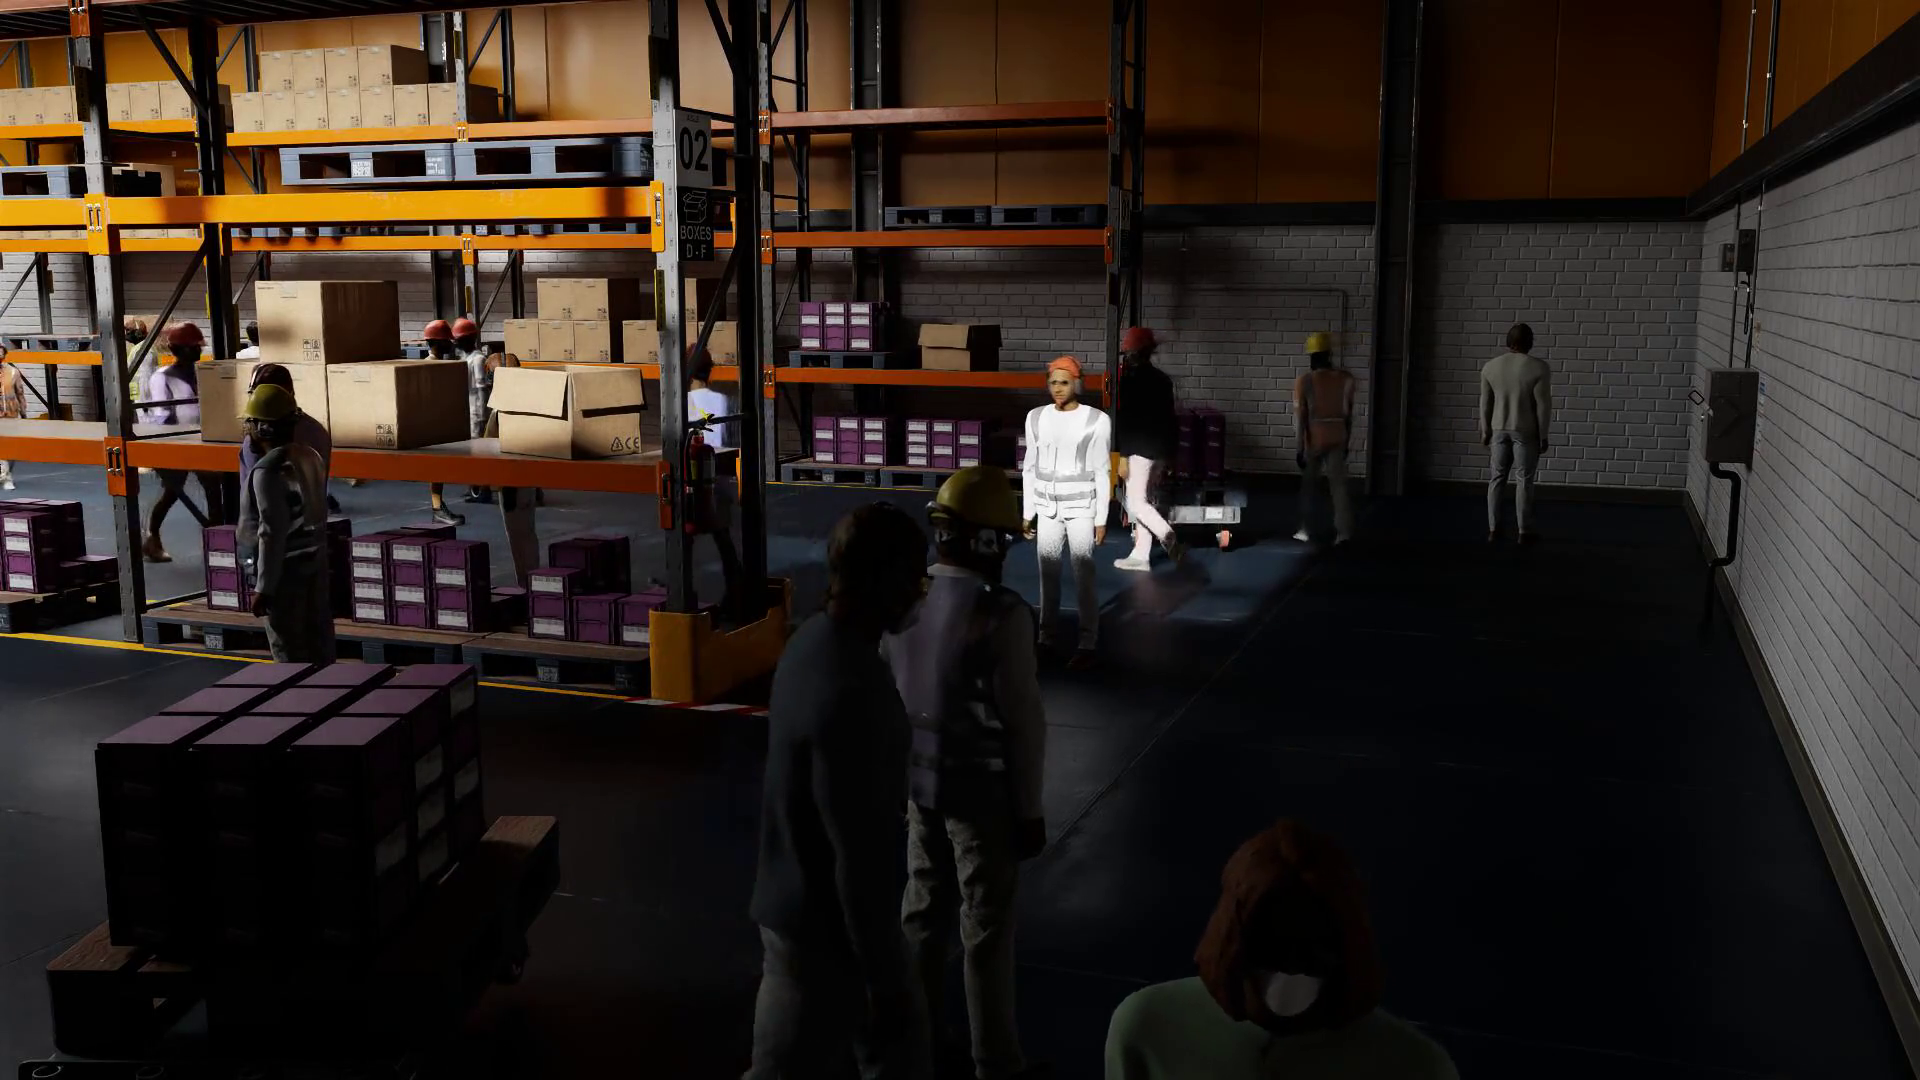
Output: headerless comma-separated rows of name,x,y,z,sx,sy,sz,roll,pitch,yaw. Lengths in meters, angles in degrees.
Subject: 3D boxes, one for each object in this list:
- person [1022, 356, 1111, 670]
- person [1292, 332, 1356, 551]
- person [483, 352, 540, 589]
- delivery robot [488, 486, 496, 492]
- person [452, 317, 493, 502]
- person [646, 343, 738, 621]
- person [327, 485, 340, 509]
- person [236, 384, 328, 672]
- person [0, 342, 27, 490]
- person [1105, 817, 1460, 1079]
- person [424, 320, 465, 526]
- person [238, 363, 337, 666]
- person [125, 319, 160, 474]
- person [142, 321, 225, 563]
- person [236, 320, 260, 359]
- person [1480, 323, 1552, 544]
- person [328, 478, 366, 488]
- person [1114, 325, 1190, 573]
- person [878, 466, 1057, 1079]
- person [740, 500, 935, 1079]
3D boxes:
person,0.638,-0.163,9.999,0.578,1.879,0.348,5,10,30
person,3.152,-0.851,14.387,0.578,1.878,1.000,-1,9,-7
person,-3.102,-0.384,11.543,0.430,1.835,0.622,-2,9,-11
delivery robot,-4.675,-0.701,17.219,0.707,0.478,0.477,7,11,37
person,-5.108,-1.371,17.439,0.375,1.934,0.552,-6,11,-32
person,-1.821,-0.409,11.512,0.573,1.879,0.992,-8,12,-42
person,-6.513,-1.150,16.692,0.798,1.720,0.558,6,11,34
person,-3.313,0.154,8.135,0.403,1.835,0.588,0,9,0
person,-10.620,-1.377,18.409,0.622,1.624,0.533,7,12,38
person,0.428,1.181,2.347,0.509,1.629,0.307,3,10,19
person,-4.885,-1.101,15.693,0.356,1.938,0.545,-2,9,-14
person,-3.522,0.037,8.658,0.400,1.905,0.643,2,9,10
person,-9.743,-1.707,19.839,0.429,1.837,0.624,-5,10,-27
person,-6.306,-0.775,13.487,1.039,2.003,0.628,4,10,24
person,-7.620,-1.453,18.116,0.520,1.873,0.335,2,9,12
person,4.891,-0.937,14.658,0.627,1.941,0.372,8,12,40
person,-7.025,-1.597,18.487,0.688,2.000,1.043,-7,11,-36
person,1.534,-0.692,13.038,0.744,1.973,0.623,8,12,41
person,0.026,0.697,4.769,0.404,1.821,0.587,-9,13,-44
person,-0.312,0.848,3.688,1.005,1.877,0.647,-1,9,-5
